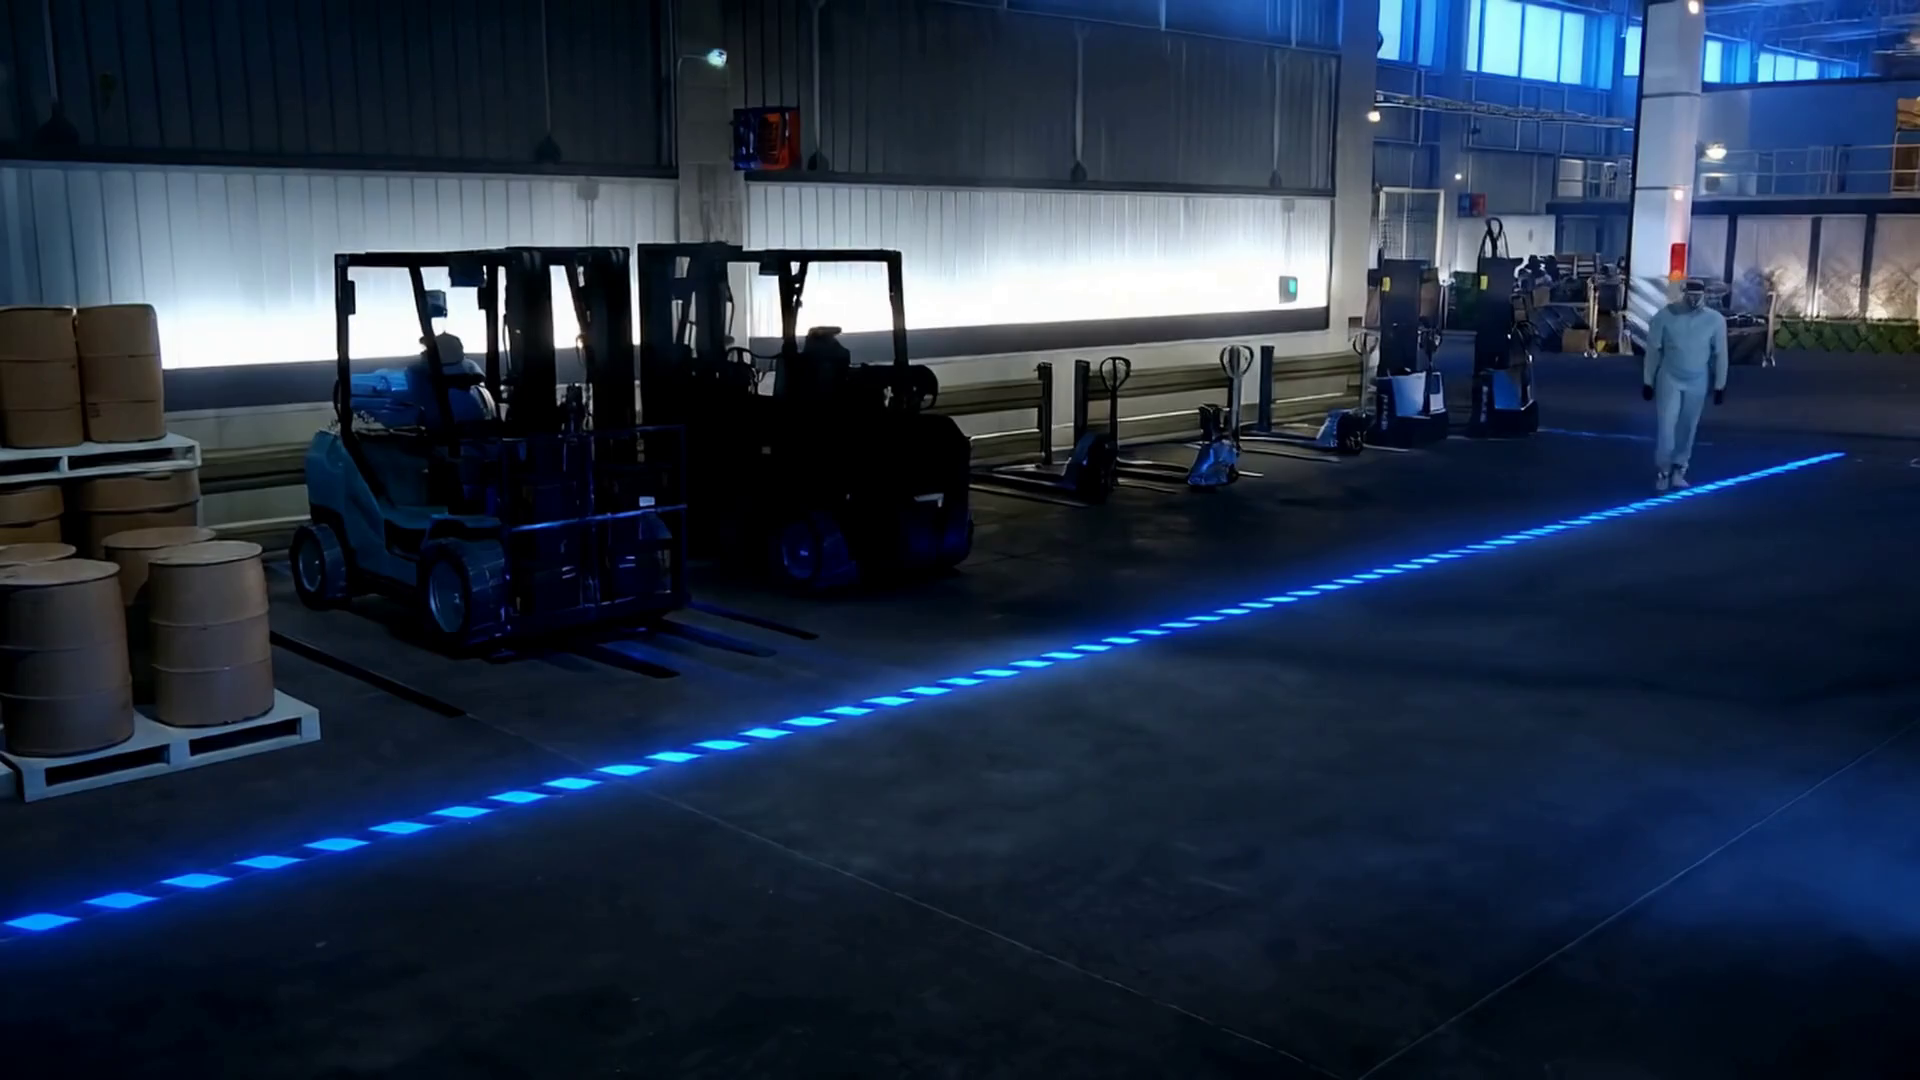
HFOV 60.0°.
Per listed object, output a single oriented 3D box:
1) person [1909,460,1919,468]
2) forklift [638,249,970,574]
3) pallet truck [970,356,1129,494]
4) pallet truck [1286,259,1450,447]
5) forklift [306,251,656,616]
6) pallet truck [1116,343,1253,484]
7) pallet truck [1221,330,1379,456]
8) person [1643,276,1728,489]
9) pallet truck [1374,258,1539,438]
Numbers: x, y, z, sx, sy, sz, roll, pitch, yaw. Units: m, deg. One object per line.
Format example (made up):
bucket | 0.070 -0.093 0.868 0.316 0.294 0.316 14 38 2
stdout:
person | 9.406 -1.660 15.789 0.371 2.044 0.608 -1 10 -8
forklift | -1.173 -0.958 11.239 2.680 1.987 1.157 10 14 43
pallet truck | 0.784 -1.085 14.876 0.680 1.201 1.601 -10 14 -44
pallet truck | 4.493 -2.078 18.196 0.823 1.965 1.885 -9 14 -40
forklift | -2.833 -0.669 9.694 1.157 1.987 2.680 -10 14 -44
pallet truck | 1.962 -1.215 15.415 1.522 1.261 0.704 10 14 43
pallet truck | 3.563 -1.581 17.381 0.653 1.274 1.630 -10 14 -44
person | 6.429 -1.383 14.722 0.673 1.874 0.833 3 11 15
pallet truck | 5.704 -2.208 18.901 1.885 1.965 0.823 10 14 43
